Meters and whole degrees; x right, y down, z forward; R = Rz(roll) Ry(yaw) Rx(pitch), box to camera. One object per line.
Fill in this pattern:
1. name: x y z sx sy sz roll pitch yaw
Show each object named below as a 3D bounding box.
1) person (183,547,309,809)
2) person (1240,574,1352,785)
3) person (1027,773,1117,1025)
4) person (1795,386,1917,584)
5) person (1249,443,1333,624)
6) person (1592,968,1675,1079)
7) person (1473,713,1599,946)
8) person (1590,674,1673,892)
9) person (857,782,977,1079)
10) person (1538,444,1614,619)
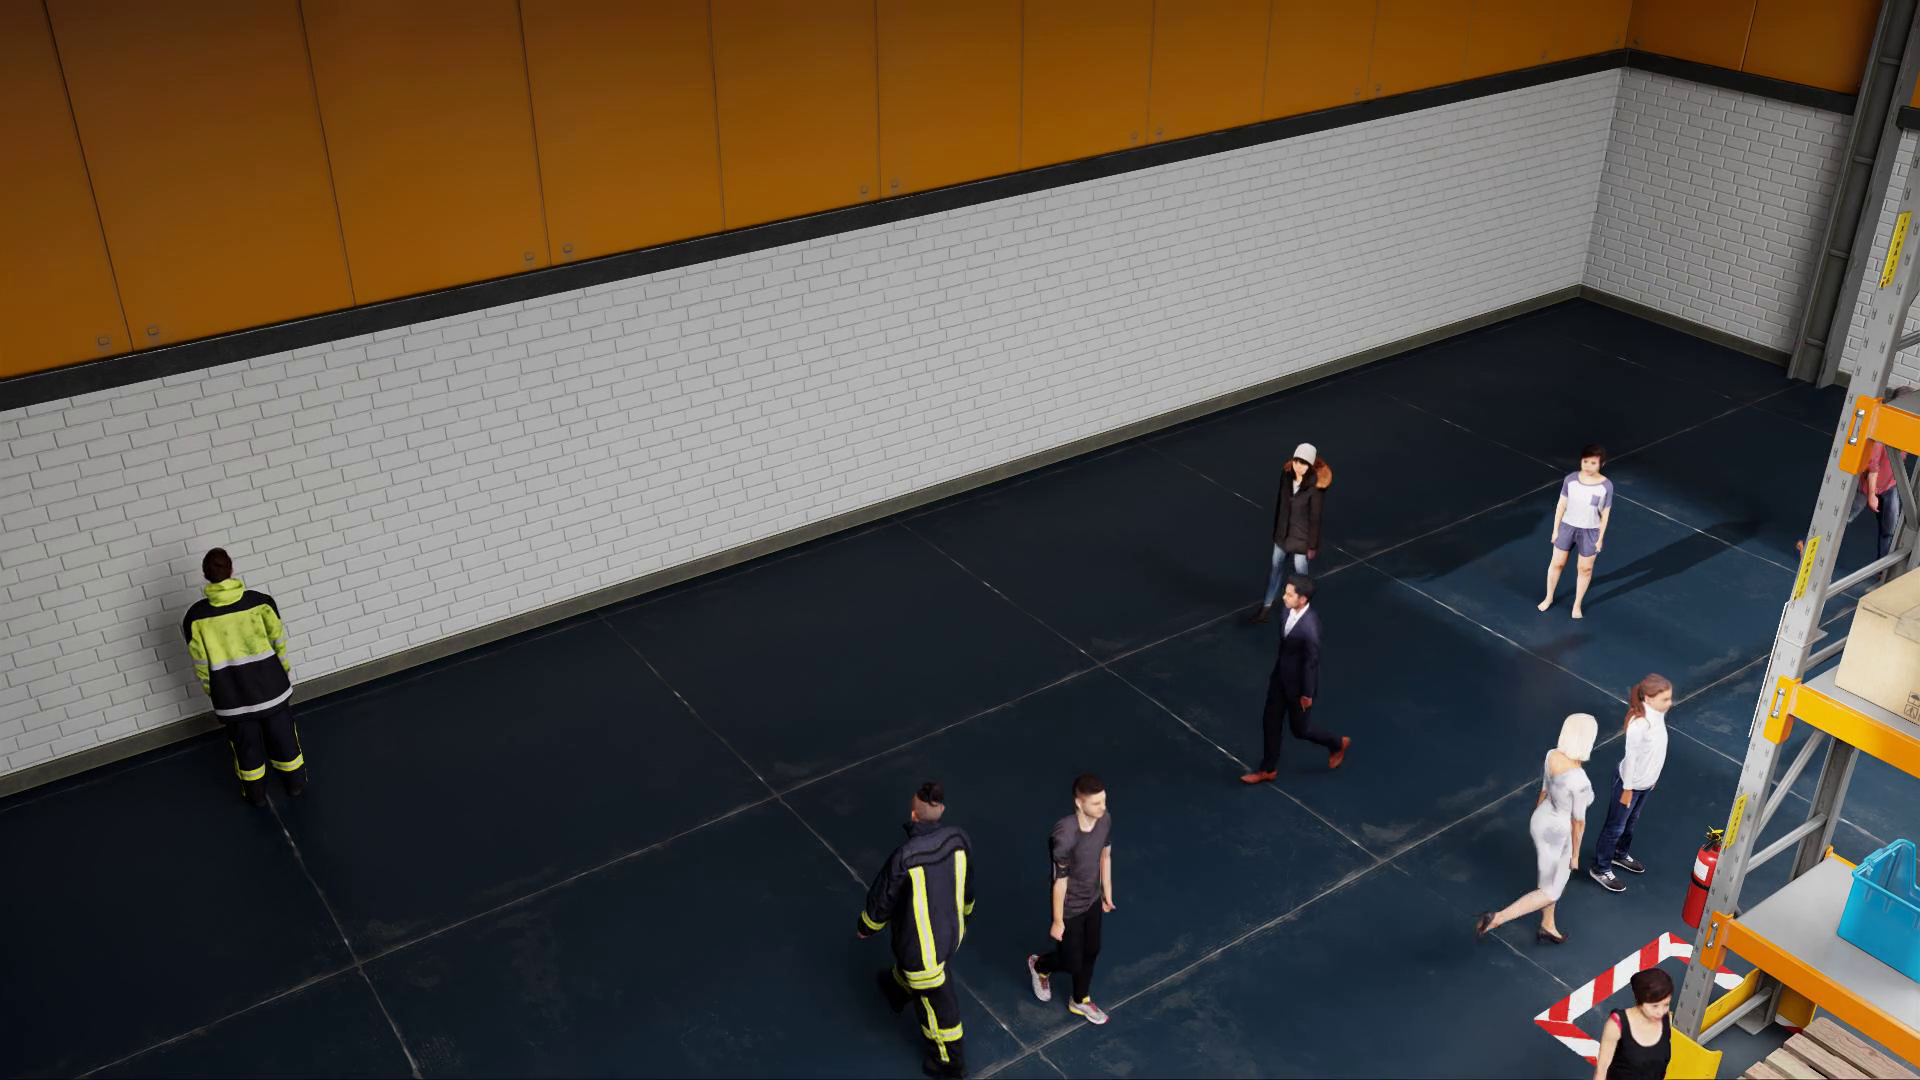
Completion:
1. person: -4.930 0.942 11.481 0.785 1.981 0.662 -15 32 -25
2. person: 2.438 0.999 11.677 0.916 1.694 1.067 -9 30 -16
3. person: 0.614 2.063 9.669 0.708 1.748 0.823 -25 37 -38
4. person: 7.761 -0.491 14.317 0.820 1.782 1.271 -14 31 -24
5. person: 2.813 -0.075 13.726 0.878 1.616 0.824 24 37 36
6. person: 3.397 2.782 8.579 0.802 1.530 1.052 -6 29 -10
7. person: 3.544 1.830 10.118 0.895 1.728 0.974 -4 29 -7
8. person: 4.386 1.542 10.823 0.554 1.558 0.560 -24 37 -37
9. person: -0.132 2.231 9.302 1.201 1.805 0.884 24 37 37
10. person: 5.151 -0.093 13.813 0.597 1.565 0.706 14 32 25
